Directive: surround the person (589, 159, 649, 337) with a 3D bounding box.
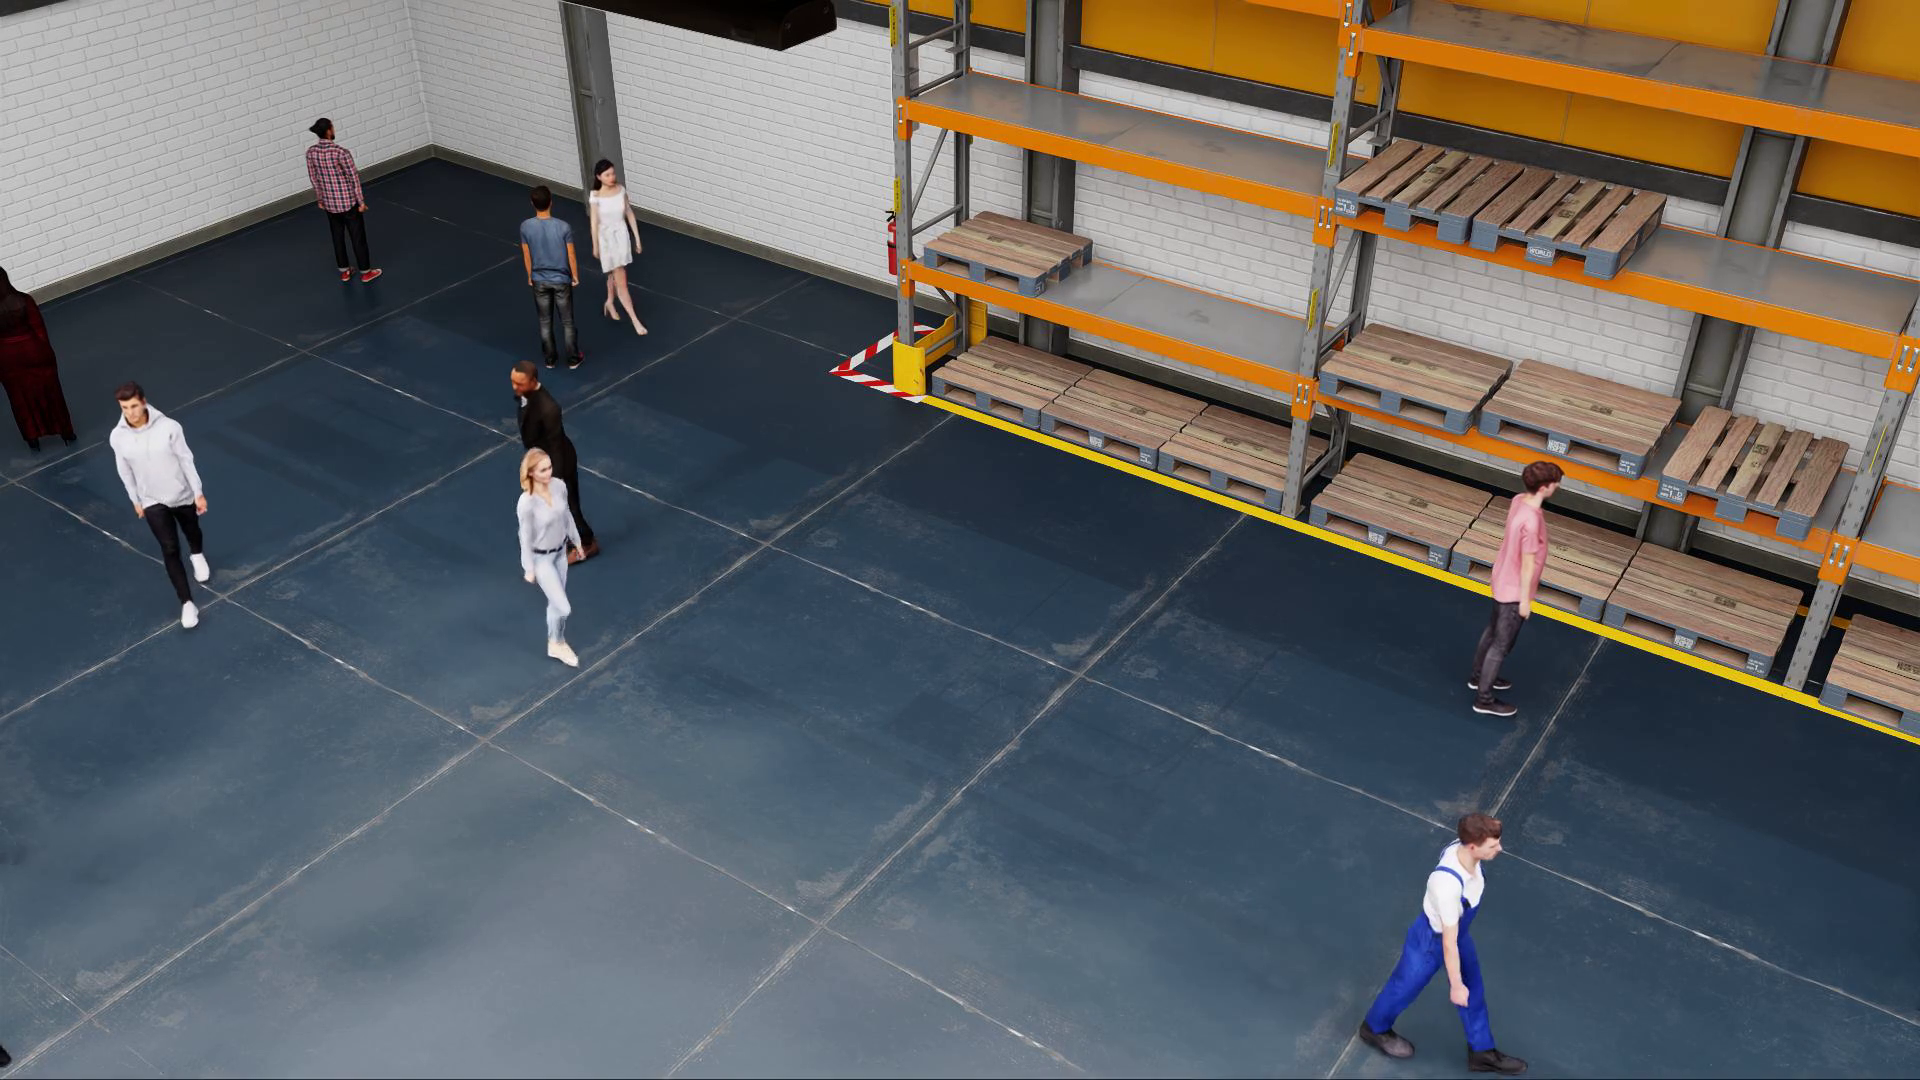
[{"bbox_3d":[-3.476,-2.931,16.490,0.787,1.738,1.147,-27,42,-34],"label":"person"}]

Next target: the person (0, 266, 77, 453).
[{"bbox_3d":[-8.143,-1.585,14.446,0.758,1.758,0.774,-14,36,-19],"label":"person"}]

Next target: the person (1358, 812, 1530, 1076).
[{"bbox_3d":[2.446,2.115,8.832,1.101,1.810,0.629,21,39,29],"label":"person"}]

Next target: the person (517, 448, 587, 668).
[{"bbox_3d":[-2.992,0.110,11.873,0.590,1.784,0.625,19,38,26],"label":"person"}]

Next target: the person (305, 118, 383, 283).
[{"bbox_3d":[-6.483,-3.557,17.411,0.696,1.760,0.835,5,34,7],"label":"person"}]

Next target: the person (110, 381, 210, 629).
[{"bbox_3d":[-5.953,-0.378,12.513,1.088,1.888,1.317,-14,36,-20],"label":"person"}]

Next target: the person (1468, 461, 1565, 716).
[{"bbox_3d":[3.779,0.311,11.414,0.714,1.957,0.709,3,34,5],"label":"person"}]

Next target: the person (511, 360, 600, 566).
[{"bbox_3d":[-3.085,-0.597,12.859,0.850,1.870,0.781,-20,38,-27],"label":"person"}]

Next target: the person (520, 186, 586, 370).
[{"bbox_3d":[-3.869,-2.473,15.737,0.686,1.808,0.768,-3,34,-4],"label":"person"}]
